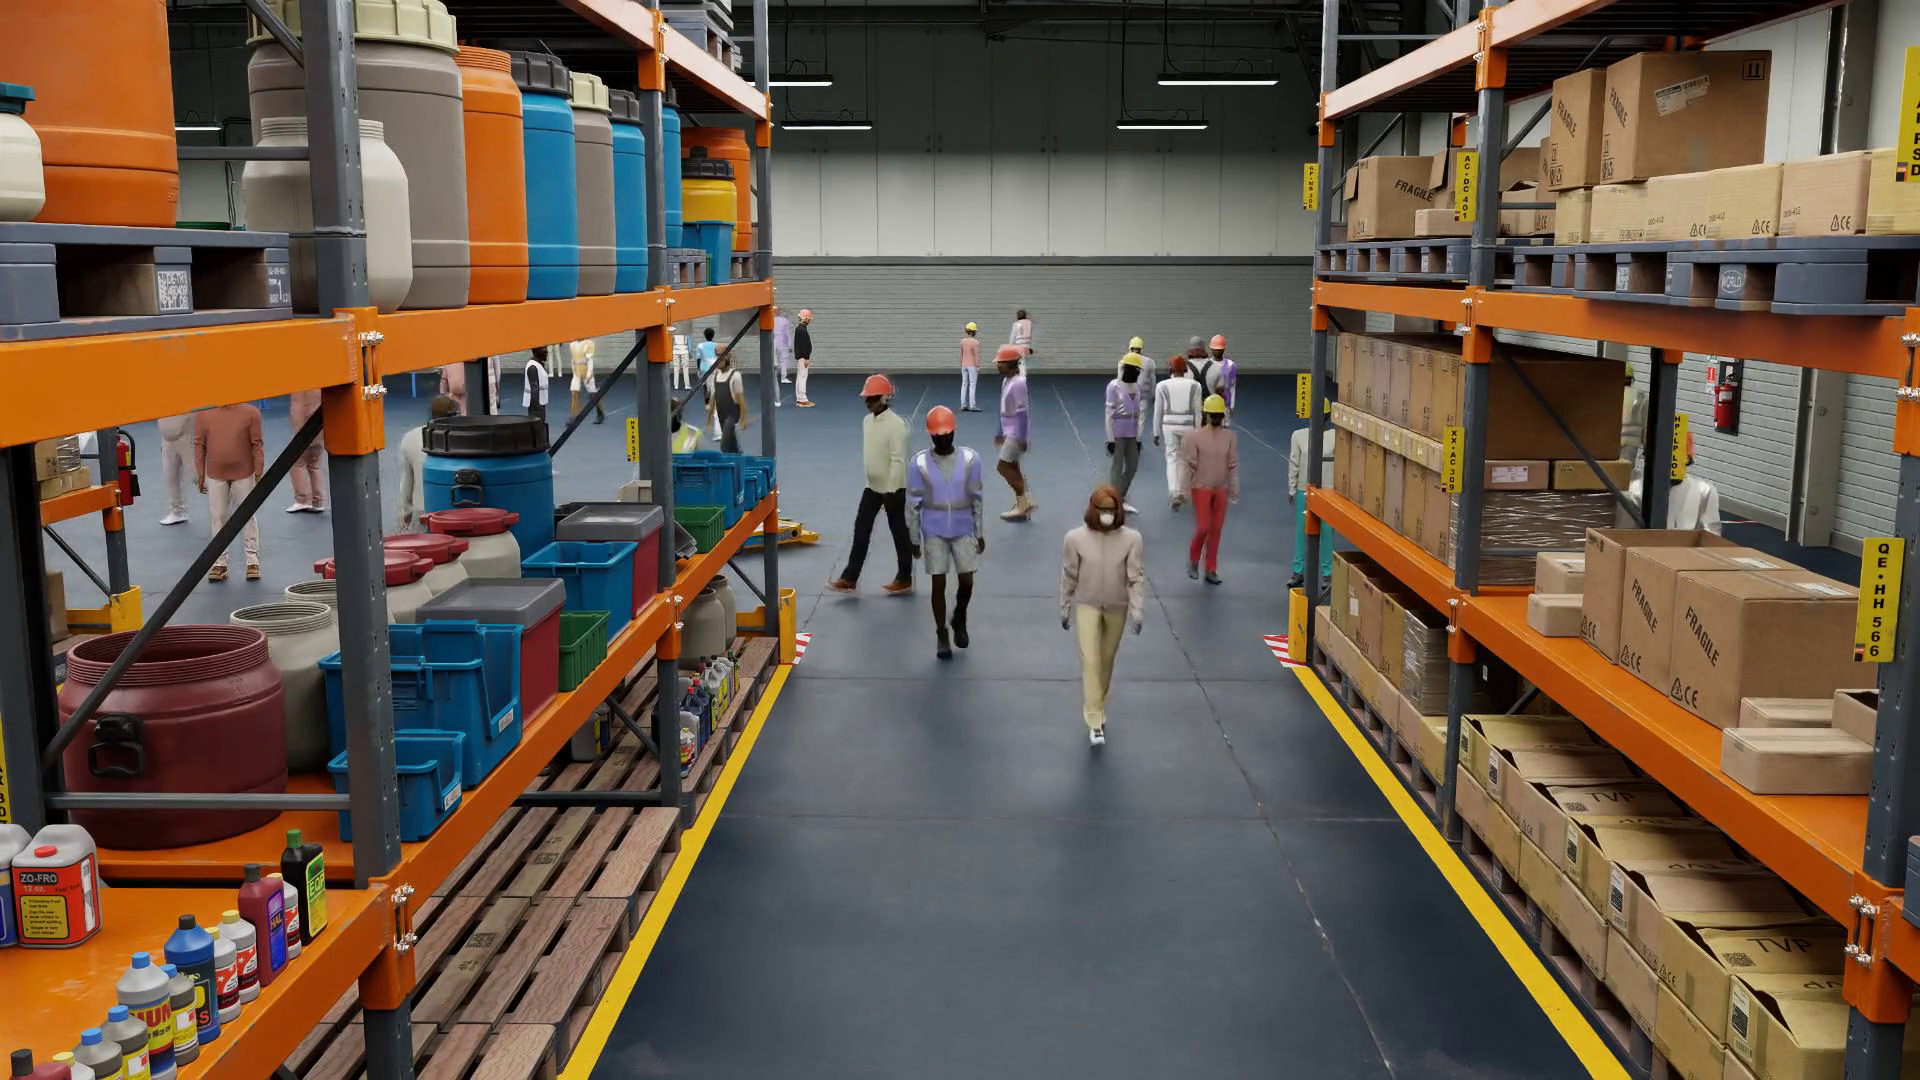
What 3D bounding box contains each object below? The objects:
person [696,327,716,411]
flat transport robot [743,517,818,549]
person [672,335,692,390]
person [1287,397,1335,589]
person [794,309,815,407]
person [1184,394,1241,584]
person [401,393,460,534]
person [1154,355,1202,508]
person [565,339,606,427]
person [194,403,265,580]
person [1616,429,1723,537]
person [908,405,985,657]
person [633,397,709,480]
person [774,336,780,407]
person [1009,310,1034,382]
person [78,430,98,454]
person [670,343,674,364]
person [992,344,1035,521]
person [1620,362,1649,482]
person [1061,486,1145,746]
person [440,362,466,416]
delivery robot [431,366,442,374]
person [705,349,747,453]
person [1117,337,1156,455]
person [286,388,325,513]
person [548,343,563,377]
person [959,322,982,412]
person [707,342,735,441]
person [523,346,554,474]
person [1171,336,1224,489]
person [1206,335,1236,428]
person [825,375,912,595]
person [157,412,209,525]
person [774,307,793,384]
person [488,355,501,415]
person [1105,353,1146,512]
[{"bbox_3d":[-4.939,-3.364,32.889,0.538,1.676,0.726,-1,10,-8],"label":"person"},{"bbox_3d":[-2.245,-0.047,17.345,1.431,0.197,0.652,-8,13,-41],"label":"flat transport robot"},{"bbox_3d":[-6.500,-4.321,38.731,0.522,1.638,0.310,1,9,4],"label":"person"},{"bbox_3d":[3.243,-0.440,15.116,0.526,1.762,0.335,4,10,24],"label":"person"},{"bbox_3d":[-3.217,-3.749,34.265,0.390,1.986,0.609,-3,10,-16],"label":"person"},{"bbox_3d":[2.330,-0.468,15.329,0.525,1.754,0.365,-4,10,-21],"label":"person"},{"bbox_3d":[-4.198,-0.210,13.283,0.659,1.909,0.724,2,10,13],"label":"person"},{"bbox_3d":[2.652,-1.332,20.244,0.580,1.847,0.957,0,9,3],"label":"person"},{"bbox_3d":[-6.826,-3.024,30.186,0.543,1.903,0.963,4,10,21],"label":"person"},{"bbox_3d":[-6.819,-0.628,15.536,0.612,1.997,0.375,-2,10,-12],"label":"person"},{"bbox_3d":[4.289,0.294,10.030,0.614,1.995,1.017,0,9,-1],"label":"person"},{"bbox_3d":[-0.099,-0.061,12.412,0.575,1.907,0.530,-1,10,-5],"label":"person"},{"bbox_3d":[-2.510,-0.320,14.281,0.652,1.794,0.961,2,10,11],"label":"person"},{"bbox_3d":[-3.893,-3.541,34.123,0.317,1.621,0.515,5,11,26],"label":"person"},{"bbox_3d":[1.410,-4.618,39.985,0.630,1.821,0.700,-8,13,-41],"label":"person"},{"bbox_3d":[-12.741,-1.985,24.330,0.634,1.790,0.931,5,11,26],"label":"person"},{"bbox_3d":[-7.408,-4.926,41.705,0.546,1.849,0.431,3,10,17],"label":"person"},{"bbox_3d":[0.589,-1.225,19.058,0.467,2.021,0.627,-1,10,-6],"label":"person"},{"bbox_3d":[7.695,-1.159,19.302,0.597,1.808,0.737,5,11,29],"label":"person"},{"bbox_3d":[0.892,0.443,10.359,0.502,1.573,0.876,-1,10,-5],"label":"person"},{"bbox_3d":[-7.458,-2.119,24.801,0.674,1.882,0.658,3,10,16],"label":"person"},{"bbox_3d":[-12.232,-4.047,39.399,0.698,0.223,0.335,5,11,29],"label":"delivery robot"},{"bbox_3d":[-3.163,-1.613,22.012,0.532,1.800,0.921,8,13,41],"label":"person"},{"bbox_3d":[2.736,-2.244,25.821,0.593,1.788,0.895,1,10,7],"label":"person"},{"bbox_3d":[-7.686,-1.243,19.668,0.427,1.850,0.735,4,10,22],"label":"person"},{"bbox_3d":[-10.513,-5.136,42.941,0.534,1.864,0.309,-6,11,-30],"label":"person"},{"bbox_3d":[0.219,-3.444,33.099,0.322,1.765,0.535,-9,13,-42],"label":"person"},{"bbox_3d":[-3.964,-2.472,27.665,0.522,1.640,0.310,-6,11,-32],"label":"person"},{"bbox_3d":[-5.850,-1.833,22.994,0.371,1.916,0.597,-1,10,-8],"label":"person"},{"bbox_3d":[3.099,-1.703,21.973,0.697,2.000,1.042,0,9,-2],"label":"person"},{"bbox_3d":[3.623,-1.926,23.496,0.551,1.932,0.378,1,10,4],"label":"person"},{"bbox_3d":[-0.785,-0.461,14.639,0.933,1.955,0.653,-7,12,-37],"label":"person"},{"bbox_3d":[-8.816,-1.143,18.999,0.660,1.881,0.762,4,10,24],"label":"person"},{"bbox_3d":[-4.400,-4.762,40.705,0.725,1.869,0.395,5,11,28],"label":"person"},{"bbox_3d":[-8.026,-2.675,27.944,0.612,1.946,0.401,-5,11,-27],"label":"person"},{"bbox_3d":[1.874,-1.227,19.464,0.703,1.894,0.406,-9,13,-42],"label":"person"}]
